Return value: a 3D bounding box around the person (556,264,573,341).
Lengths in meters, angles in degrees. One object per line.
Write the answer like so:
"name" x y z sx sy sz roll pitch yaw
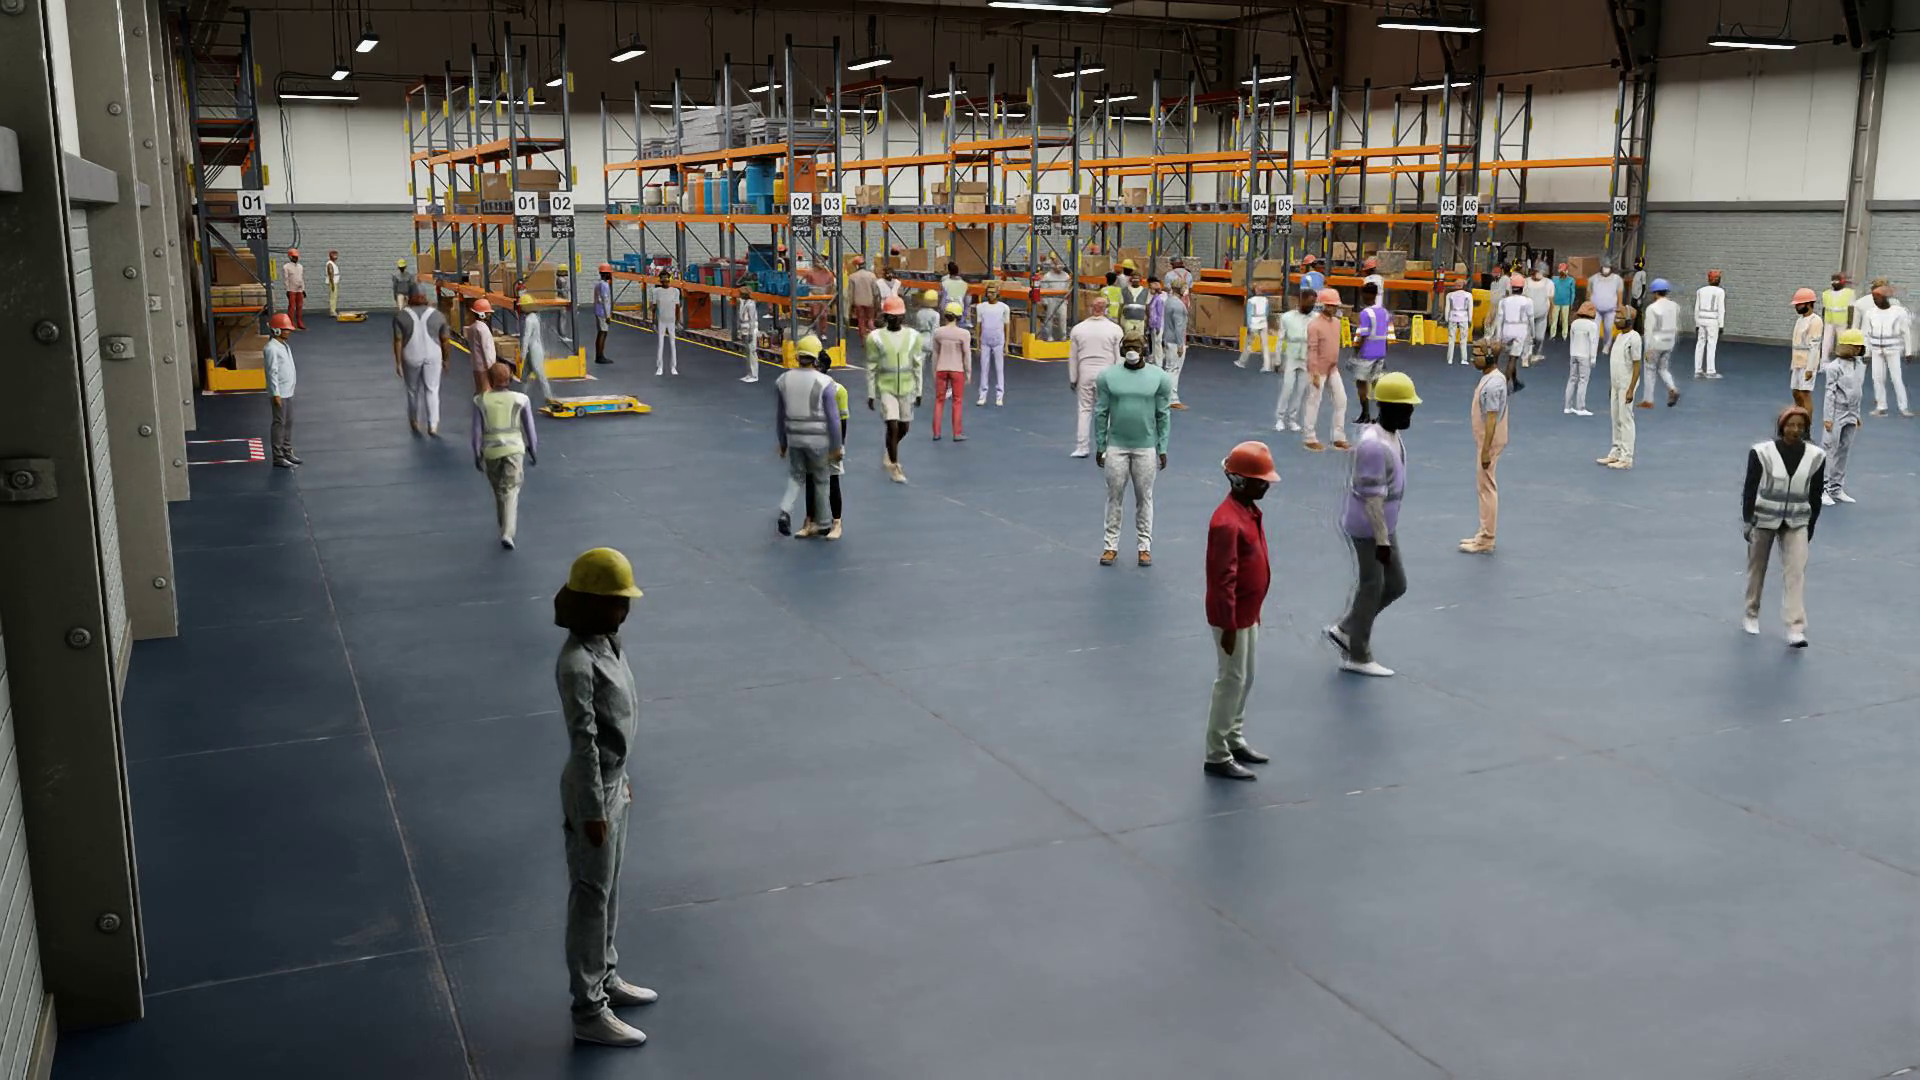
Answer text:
"person" -8.936 -5.352 37.496 0.304 1.742 0.485 -5 12 -25

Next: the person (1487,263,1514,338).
"person" 11.644 -4.985 35.472 0.996 1.800 0.579 -3 11 -14

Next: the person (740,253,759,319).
"person" -5.716 -6.866 44.989 0.585 1.838 1.020 3 11 14

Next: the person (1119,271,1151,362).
"person" 3.168 -3.968 30.224 0.573 1.836 0.387 1 11 4

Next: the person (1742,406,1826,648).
"person" 5.484 -0.086 11.101 0.530 1.597 0.865 2 11 12

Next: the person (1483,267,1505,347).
"person" 11.453 -4.985 35.668 0.670 1.725 0.576 -4 12 -18

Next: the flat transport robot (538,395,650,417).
"flat transport robot" -5.253 -1.934 23.874 1.431 0.197 0.652 -7 13 -32

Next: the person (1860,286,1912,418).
"person" 13.110 -2.651 23.482 0.404 1.852 0.704 -9 14 -39

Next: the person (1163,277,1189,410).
"person" 3.166 -2.876 24.409 0.355 1.936 0.637 -1 11 -6

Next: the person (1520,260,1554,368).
"person" 10.703 -4.235 31.053 0.699 2.000 0.632 3 12 15

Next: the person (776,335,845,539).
"person" -1.325 -0.886 14.611 0.622 1.820 0.581 6 13 28

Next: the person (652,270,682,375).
"person" -5.220 -3.867 29.619 0.512 1.872 0.330 -2 11 -10

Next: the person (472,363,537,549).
"person" -3.966 -0.732 14.447 0.512 1.600 0.892 -1 11 -5

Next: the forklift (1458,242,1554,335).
"forklift" 13.047 -6.049 39.881 2.313 2.155 1.214 -5 12 -23

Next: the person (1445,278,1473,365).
"person" 9.487 -4.149 31.645 0.513 1.638 0.313 5 12 25

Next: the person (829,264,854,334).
"person" -2.733 -5.550 38.560 0.602 1.719 0.658 0 11 -2

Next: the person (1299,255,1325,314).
"person" 7.073 -4.742 33.659 0.611 2.034 0.407 -7 13 -32

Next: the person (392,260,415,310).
"person" -13.766 -6.073 41.225 0.536 1.720 0.919 -5 12 -23

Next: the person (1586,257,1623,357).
"person" 13.010 -4.737 33.604 0.693 2.000 0.865 4 12 20

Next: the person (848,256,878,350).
"person" -2.050 -5.013 35.182 0.617 1.970 0.528 -2 11 -11

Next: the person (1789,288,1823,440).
"person" 10.720 -2.234 21.186 0.393 1.927 0.550 1 11 3

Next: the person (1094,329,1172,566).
"person" 1.406 -0.751 13.609 0.629 1.940 0.373 2 11 9

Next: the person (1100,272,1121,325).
"person" 3.036 -4.554 33.586 0.535 1.685 0.380 -4 12 -21

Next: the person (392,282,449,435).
"person" -7.044 -2.408 21.771 0.698 2.000 1.045 -5 12 -22

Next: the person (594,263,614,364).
"person" -6.813 -4.343 31.929 0.429 1.924 0.556 -5 12 -23

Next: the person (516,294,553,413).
"person" -6.236 -2.660 23.888 0.831 1.707 0.508 -2 11 -11

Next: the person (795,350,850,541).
"person" -1.237 -0.841 14.678 0.541 1.696 0.315 5 12 24

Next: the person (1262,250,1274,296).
"person" 9.122 -7.745 49.464 0.539 1.836 0.785 -3 12 -15

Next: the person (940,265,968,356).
"person" -0.098 -4.503 32.902 0.645 1.866 0.988 -5 12 -22

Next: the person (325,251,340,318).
"person" -17.260 -7.033 45.777 0.373 1.840 0.569 -2 11 -12

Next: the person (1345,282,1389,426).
"person" 5.564 -2.502 22.533 0.485 1.944 0.641 11 15 44

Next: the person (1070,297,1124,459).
"person" 1.606 -1.895 19.555 0.666 1.895 0.444 5 12 25

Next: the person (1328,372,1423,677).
"person" 2.608 -0.089 10.324 0.447 1.913 0.596 6 13 28

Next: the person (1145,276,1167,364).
"person" 3.688 -4.186 31.710 0.563 1.675 0.376 4 12 21

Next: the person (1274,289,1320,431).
"person" 4.483 -2.372 21.988 0.639 1.885 0.455 -2 11 -9

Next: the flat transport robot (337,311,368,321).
"flat transport robot" -16.297 -6.013 44.598 0.652 0.197 1.431 -3 12 -14

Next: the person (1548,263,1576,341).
"person" 13.573 -5.370 37.554 0.572 1.751 0.329 6 12 26

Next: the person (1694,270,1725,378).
"person" 13.121 -3.772 29.107 0.360 1.883 0.574 -5 12 -22
